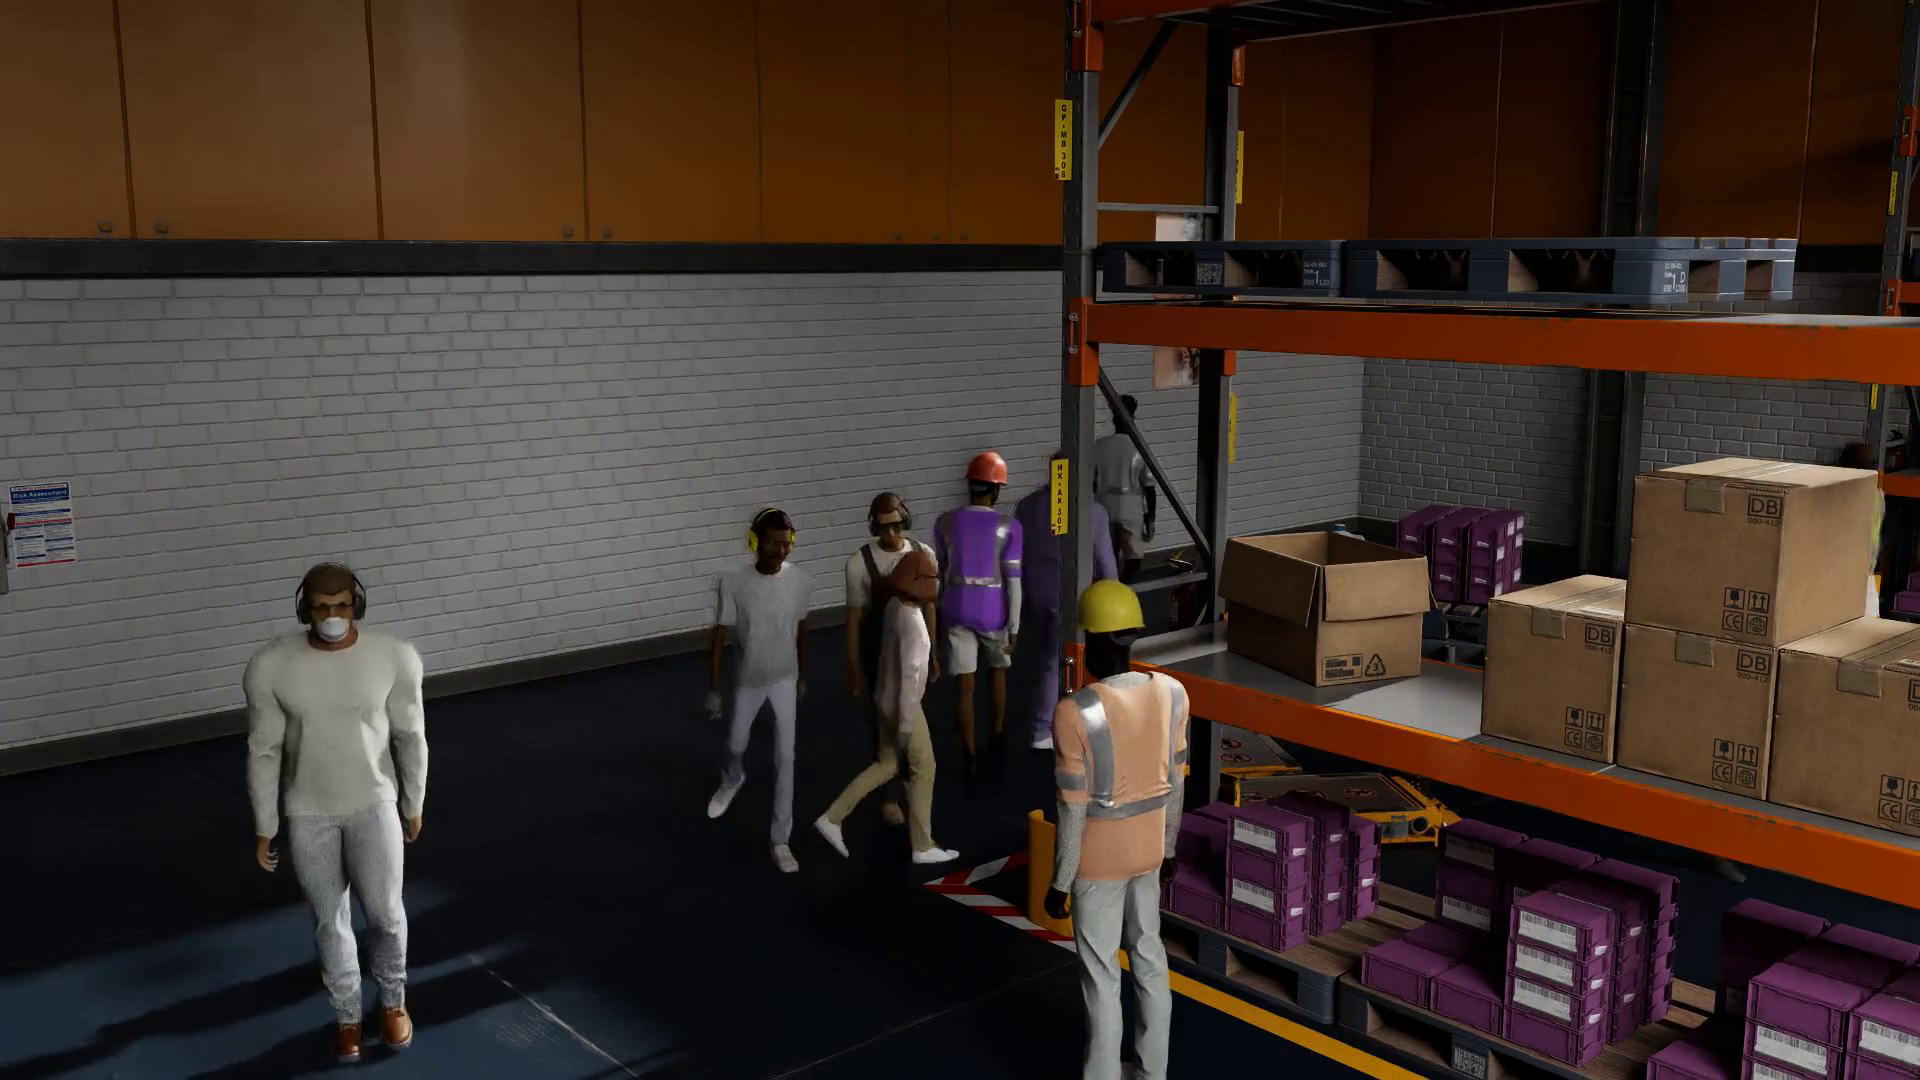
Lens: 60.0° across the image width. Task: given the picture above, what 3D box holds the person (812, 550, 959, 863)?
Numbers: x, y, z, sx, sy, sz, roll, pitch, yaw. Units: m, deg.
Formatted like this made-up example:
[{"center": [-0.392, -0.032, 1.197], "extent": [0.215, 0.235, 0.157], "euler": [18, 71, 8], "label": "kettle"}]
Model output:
[{"center": [-0.375, 0.838, 8.245], "extent": [0.664, 1.603, 0.507], "euler": [-3, 10, -18], "label": "person"}]

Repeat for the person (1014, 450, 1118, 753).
[{"center": [0.682, 0.349, 10.393], "extent": [0.667, 1.848, 1.002], "euler": [7, 12, 37], "label": "person"}]

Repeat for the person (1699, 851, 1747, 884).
[{"center": [3.638, 0.766, 8.284], "extent": [0.558, 1.736, 0.745], "euler": [-6, 11, -31], "label": "person"}]

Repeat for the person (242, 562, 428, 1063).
[{"center": [-2.316, 1.029, 6.217], "extent": [0.632, 1.923, 0.458], "euler": [-2, 10, -14], "label": "person"}]

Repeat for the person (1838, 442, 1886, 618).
[{"center": [5.848, 0.268, 10.962], "extent": [0.642, 1.819, 0.640], "euler": [-2, 10, -13], "label": "person"}]

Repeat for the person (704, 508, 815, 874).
[{"center": [-1.041, 0.697, 8.505], "extent": [0.556, 1.815, 0.954], "euler": [-3, 10, -16], "label": "person"}]

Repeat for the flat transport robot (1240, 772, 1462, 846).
[{"center": [1.884, 1.423, 8.721], "extent": [1.431, 0.197, 0.652], "euler": [-1, 10, -7], "label": "flat transport robot"}]

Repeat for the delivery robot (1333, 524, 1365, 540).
[{"center": [3.510, 0.093, 15.402], "extent": [0.477, 0.478, 0.707], "euler": [5, 11, 26], "label": "delivery robot"}]

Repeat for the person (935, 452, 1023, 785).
[{"center": [0.126, 0.426, 9.794], "extent": [0.534, 1.891, 0.855], "euler": [2, 10, 10], "label": "person"}]

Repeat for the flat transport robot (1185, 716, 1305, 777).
[{"center": [1.496, 1.256, 9.702], "extent": [0.652, 0.197, 1.431], "euler": [-1, 10, -7], "label": "flat transport robot"}]

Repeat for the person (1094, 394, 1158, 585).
[{"center": [1.262, -0.199, 13.351], "extent": [0.615, 1.947, 0.727], "euler": [4, 11, 24], "label": "person"}]

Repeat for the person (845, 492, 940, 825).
[{"center": [-0.362, 0.631, 8.857], "extent": [0.546, 1.815, 0.461], "euler": [-4, 10, -21], "label": "person"}]

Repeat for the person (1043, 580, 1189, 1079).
[{"center": [0.528, 1.090, 5.834], "extent": [0.594, 1.922, 0.387], "euler": [-7, 12, -37], "label": "person"}]
